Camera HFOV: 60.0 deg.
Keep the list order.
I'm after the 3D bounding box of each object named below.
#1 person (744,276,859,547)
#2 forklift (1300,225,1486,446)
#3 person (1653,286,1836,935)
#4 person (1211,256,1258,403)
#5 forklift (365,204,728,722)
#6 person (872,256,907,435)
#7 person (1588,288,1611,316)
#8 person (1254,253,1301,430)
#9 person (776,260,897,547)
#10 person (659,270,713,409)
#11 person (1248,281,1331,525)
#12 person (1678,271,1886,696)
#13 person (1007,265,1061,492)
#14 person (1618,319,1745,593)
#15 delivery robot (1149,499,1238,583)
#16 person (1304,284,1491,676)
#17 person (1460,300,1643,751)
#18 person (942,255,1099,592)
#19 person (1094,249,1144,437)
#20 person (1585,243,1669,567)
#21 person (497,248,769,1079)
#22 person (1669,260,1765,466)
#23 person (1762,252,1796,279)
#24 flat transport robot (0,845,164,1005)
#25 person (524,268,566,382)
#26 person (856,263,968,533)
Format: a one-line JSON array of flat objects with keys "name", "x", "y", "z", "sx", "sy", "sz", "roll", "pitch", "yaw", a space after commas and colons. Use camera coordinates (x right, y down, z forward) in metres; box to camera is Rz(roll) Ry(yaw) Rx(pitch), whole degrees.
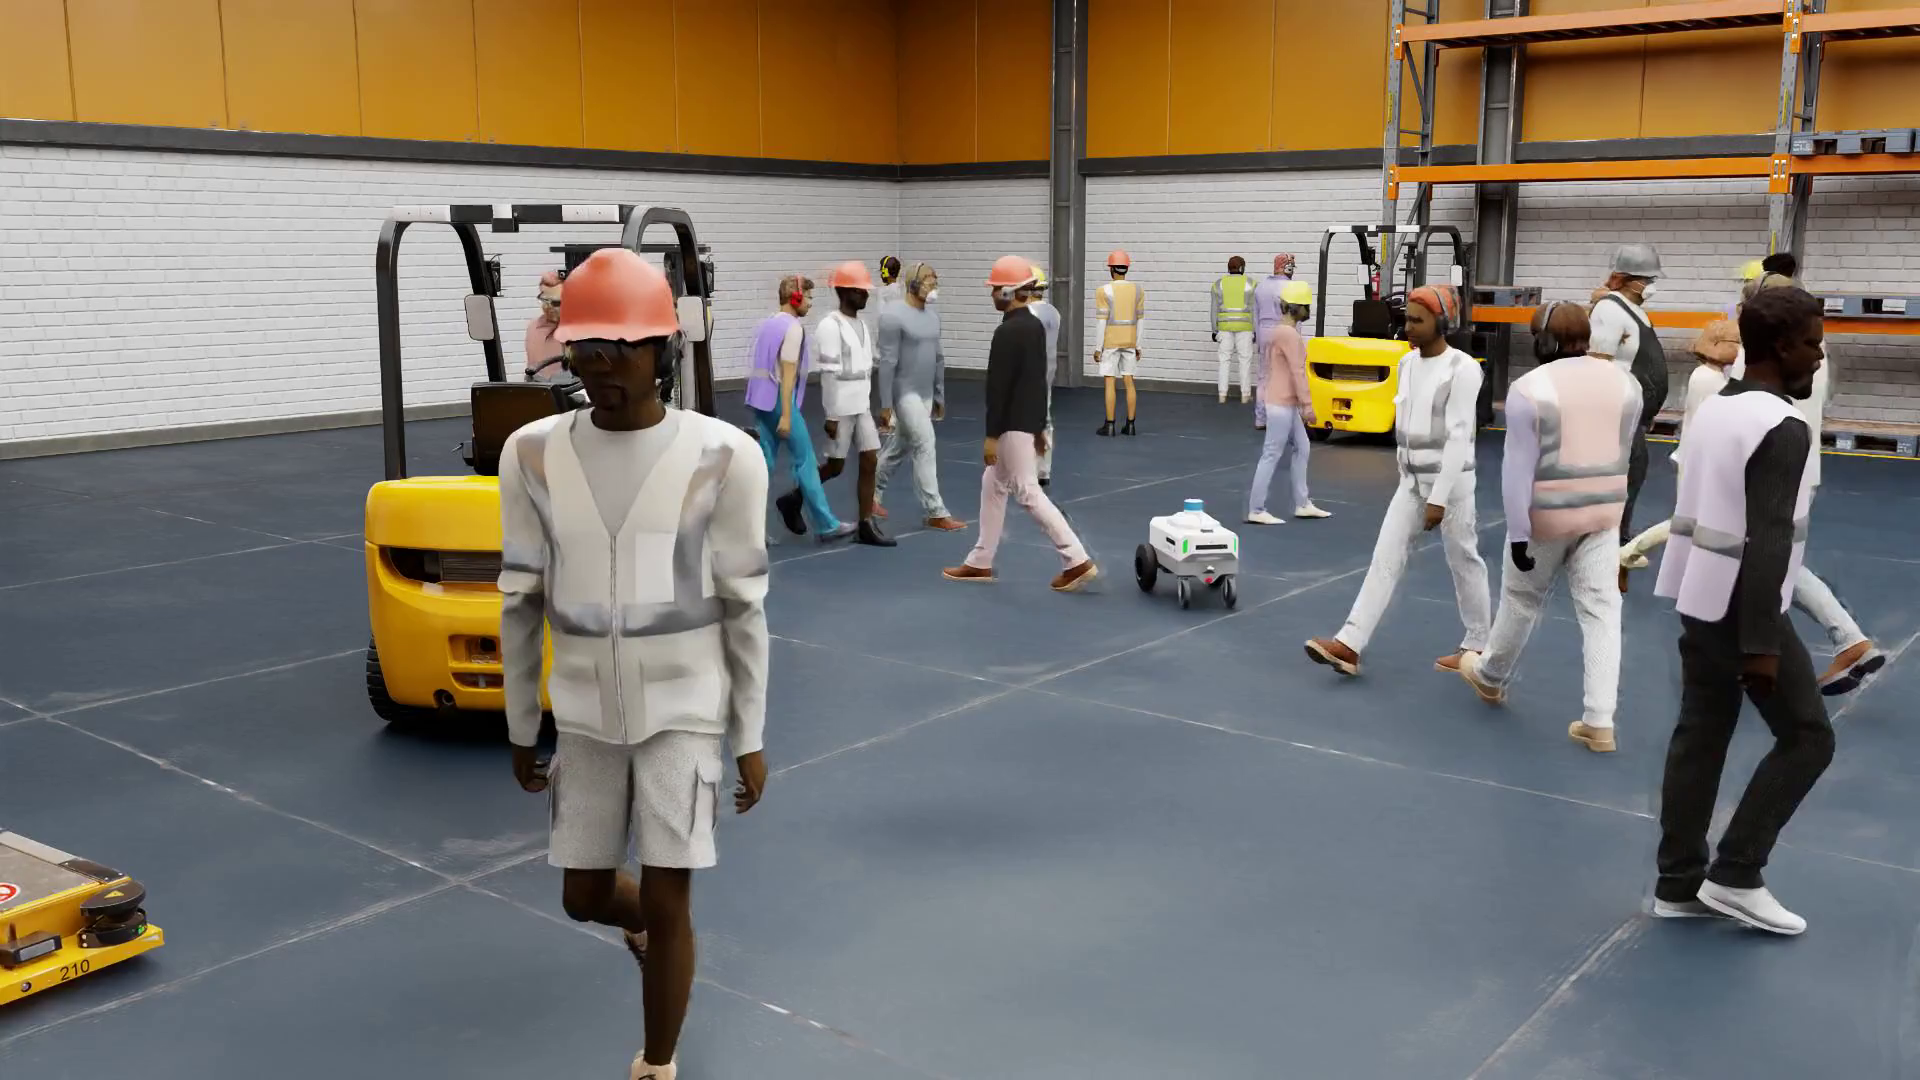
[{"name": "person", "x": -1.094, "y": -0.845, "z": 11.055, "sx": 0.905, "sy": 1.791, "sz": 0.592, "roll": -6, "pitch": 12, "yaw": -29}, {"name": "forklift", "x": 4.449, "y": -2.115, "z": 16.993, "sx": 1.214, "sy": 2.155, "sz": 2.313, "roll": 8, "pitch": 13, "yaw": 38}, {"name": "person", "x": 2.341, "y": 0.219, "z": 4.864, "sx": 0.555, "sy": 1.900, "sz": 0.630, "roll": 0, "pitch": 10, "yaw": 2}, {"name": "person", "x": 3.451, "y": -2.629, "z": 20.836, "sx": 0.619, "sy": 1.838, "sz": 0.430, "roll": 3, "pitch": 11, "yaw": 17}, {"name": "forklift", "x": -1.766, "y": -0.406, "z": 7.525, "sx": 1.214, "sy": 2.155, "sz": 2.313, "roll": 1, "pitch": 10, "yaw": 7}, {"name": "person", "x": -0.725, "y": -2.037, "z": 17.470, "sx": 0.316, "sy": 1.867, "sz": 0.532, "roll": 8, "pitch": 13, "yaw": 37}, {"name": "person", "x": 5.373, "y": -1.294, "z": 13.997, "sx": 0.279, "sy": 1.634, "sz": 0.498, "roll": 4, "pitch": 11, "yaw": 23}, {"name": "person", "x": 3.406, "y": -2.090, "z": 17.681, "sx": 0.403, "sy": 1.900, "sz": 0.643, "roll": -6, "pitch": 12, "yaw": -31}, {"name": "person", "x": -0.832, "y": -0.904, "z": 11.108, "sx": 0.822, "sy": 1.914, "sz": 0.542, "roll": 6, "pitch": 12, "yaw": 28}, {"name": "person", "x": -2.220, "y": -1.273, "z": 13.304, "sx": 0.429, "sy": 1.842, "sz": 0.637, "roll": 4, "pitch": 11, "yaw": 21}, {"name": "person", "x": 2.413, "y": -0.958, "z": 11.842, "sx": 0.750, "sy": 1.739, "sz": 0.526, "roll": 1, "pitch": 10, "yaw": 3}, {"name": "person", "x": 3.641, "y": -0.215, "z": 7.273, "sx": 0.660, "sy": 1.912, "sz": 0.734, "roll": -8, "pitch": 13, "yaw": -36}, {"name": "person", "x": 0.571, "y": -1.296, "z": 13.458, "sx": 0.403, "sy": 1.833, "sz": 0.591, "roll": 6, "pitch": 12, "yaw": 30}, {"name": "person", "x": 4.061, "y": -0.429, "z": 9.260, "sx": 0.706, "sy": 1.607, "sz": 0.504, "roll": 9, "pitch": 14, "yaw": 41}, {"name": "delivery robot", "x": 1.324, "y": 0.013, "z": 9.463, "sx": 0.477, "sy": 0.478, "sz": 0.707, "roll": -2, "pitch": 10, "yaw": -9}, {"name": "person", "x": 2.109, "y": -0.245, "z": 7.648, "sx": 0.992, "sy": 1.825, "sz": 0.583, "roll": -4, "pitch": 11, "yaw": -22}, {"name": "person", "x": 2.464, "y": -0.092, "z": 6.895, "sx": 0.638, "sy": 1.781, "sz": 0.995, "roll": -2, "pitch": 10, "yaw": -9}, {"name": "person", "x": 0.379, "y": -0.671, "z": 9.662, "sx": 0.995, "sy": 1.958, "sz": 0.625, "roll": 4, "pitch": 11, "yaw": 20}, {"name": "person", "x": 1.638, "y": -2.042, "z": 17.300, "sx": 0.552, "sy": 1.936, "sz": 0.358, "roll": -4, "pitch": 11, "yaw": -22}, {"name": "person", "x": 4.194, "y": -0.855, "z": 10.436, "sx": 0.671, "sy": 2.000, "sz": 0.702, "roll": 6, "pitch": 12, "yaw": 29}, {"name": "person", "x": -0.714, "y": 0.360, "z": 3.765, "sx": 0.614, "sy": 2.022, "sz": 0.745, "roll": 1, "pitch": 10, "yaw": 6}, {"name": "person", "x": 6.741, "y": -1.491, "z": 14.438, "sx": 1.009, "sy": 1.874, "sz": 0.575, "roll": 4, "pitch": 11, "yaw": 23}, {"name": "person", "x": 6.627, "y": -1.355, "z": 13.517, "sx": 0.557, "sy": 1.929, "sz": 0.649, "roll": -1, "pitch": 10, "yaw": -3}, {"name": "flat transport robot", "x": -3.025, "y": 1.045, "z": 4.813, "sx": 1.431, "sy": 0.197, "sz": 0.652, "roll": 7, "pitch": 12, "yaw": 33}, {"name": "person", "x": -2.313, "y": -0.633, "z": 9.668, "sx": 0.725, "sy": 1.871, "sz": 0.503, "roll": 6, "pitch": 12, "yaw": 31}, {"name": "person", "x": -0.376, "y": -1.024, "z": 11.848, "sx": 1.026, "sy": 1.888, "sz": 0.635, "roll": 6, "pitch": 12, "yaw": 32}]
